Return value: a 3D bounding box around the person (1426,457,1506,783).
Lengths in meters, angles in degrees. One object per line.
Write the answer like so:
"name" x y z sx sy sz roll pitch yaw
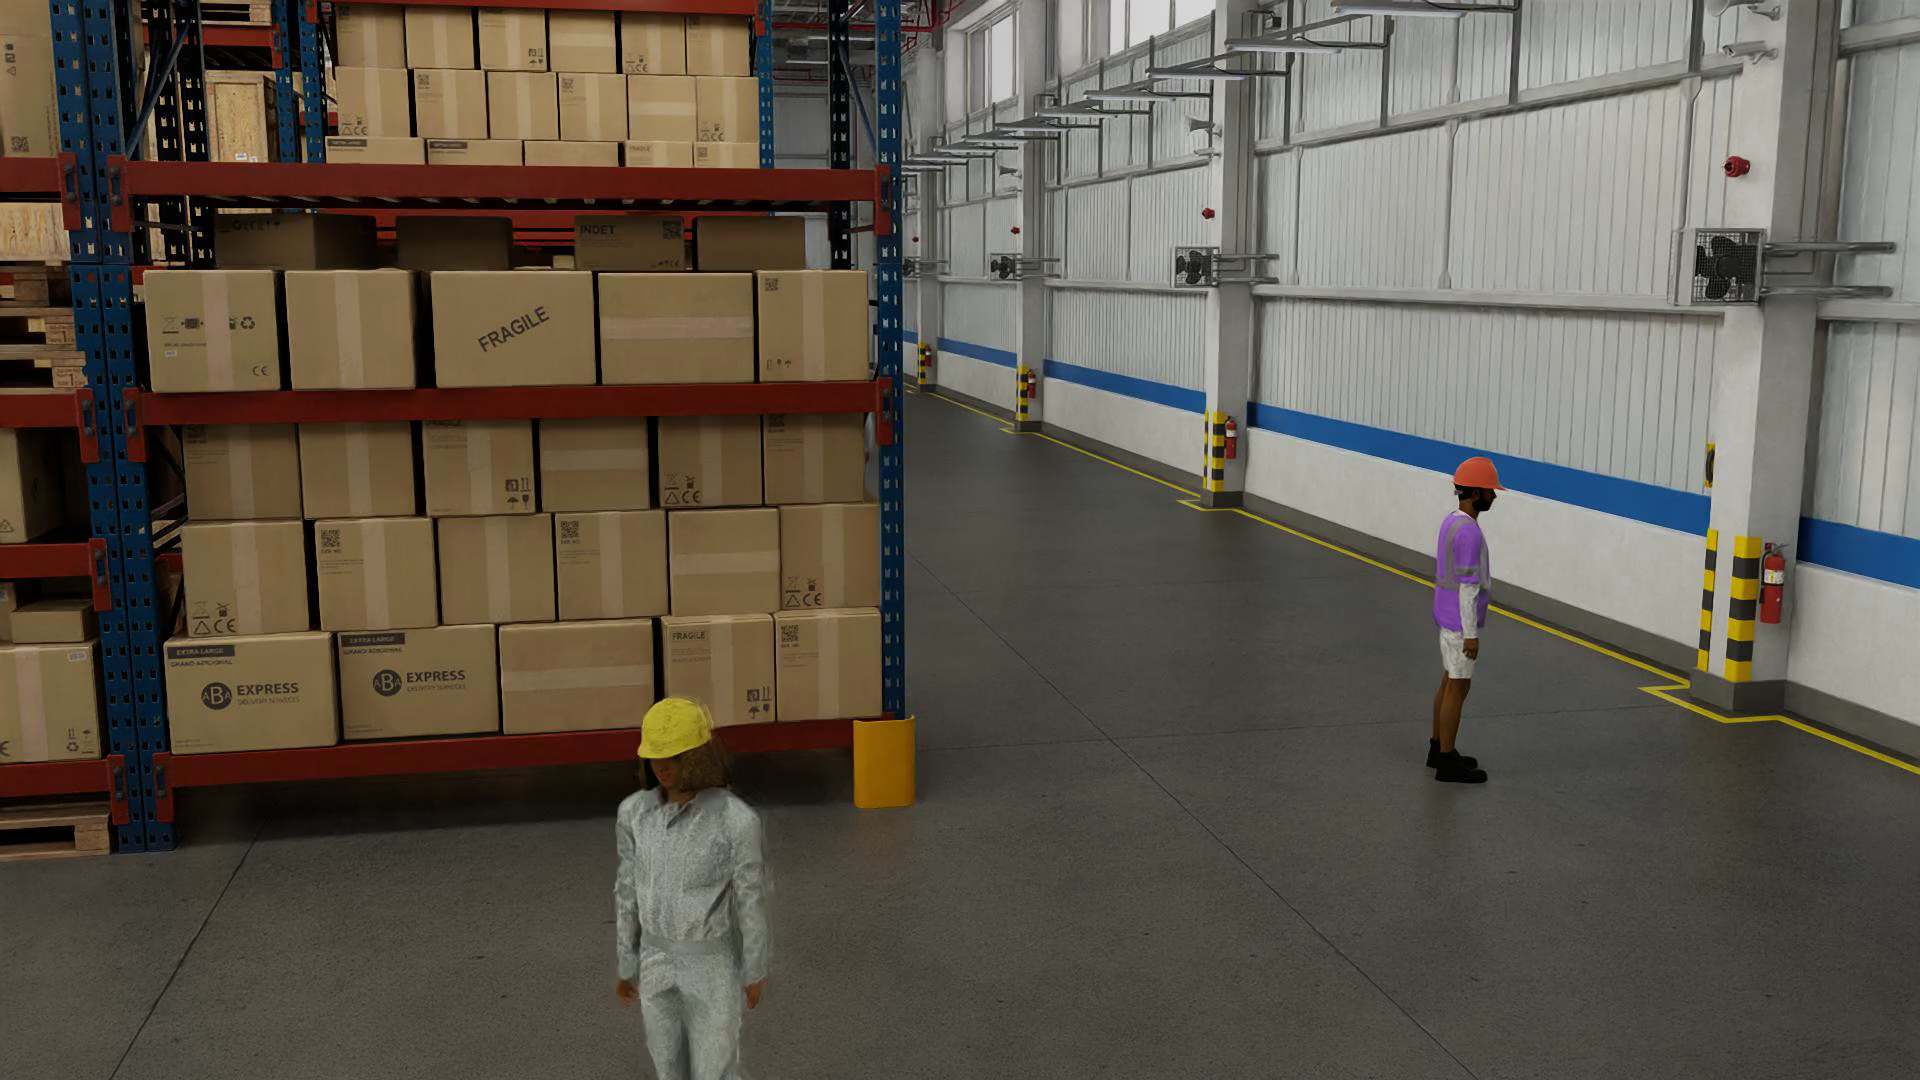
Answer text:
"person" 2.997 0.470 9.846 0.381 1.930 0.541 1 9 9

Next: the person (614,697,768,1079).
"person" -0.841 1.326 5.213 0.484 1.735 0.400 4 10 21

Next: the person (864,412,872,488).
"person" -1.354 -1.150 20.062 0.601 1.807 0.690 0 9 -3
